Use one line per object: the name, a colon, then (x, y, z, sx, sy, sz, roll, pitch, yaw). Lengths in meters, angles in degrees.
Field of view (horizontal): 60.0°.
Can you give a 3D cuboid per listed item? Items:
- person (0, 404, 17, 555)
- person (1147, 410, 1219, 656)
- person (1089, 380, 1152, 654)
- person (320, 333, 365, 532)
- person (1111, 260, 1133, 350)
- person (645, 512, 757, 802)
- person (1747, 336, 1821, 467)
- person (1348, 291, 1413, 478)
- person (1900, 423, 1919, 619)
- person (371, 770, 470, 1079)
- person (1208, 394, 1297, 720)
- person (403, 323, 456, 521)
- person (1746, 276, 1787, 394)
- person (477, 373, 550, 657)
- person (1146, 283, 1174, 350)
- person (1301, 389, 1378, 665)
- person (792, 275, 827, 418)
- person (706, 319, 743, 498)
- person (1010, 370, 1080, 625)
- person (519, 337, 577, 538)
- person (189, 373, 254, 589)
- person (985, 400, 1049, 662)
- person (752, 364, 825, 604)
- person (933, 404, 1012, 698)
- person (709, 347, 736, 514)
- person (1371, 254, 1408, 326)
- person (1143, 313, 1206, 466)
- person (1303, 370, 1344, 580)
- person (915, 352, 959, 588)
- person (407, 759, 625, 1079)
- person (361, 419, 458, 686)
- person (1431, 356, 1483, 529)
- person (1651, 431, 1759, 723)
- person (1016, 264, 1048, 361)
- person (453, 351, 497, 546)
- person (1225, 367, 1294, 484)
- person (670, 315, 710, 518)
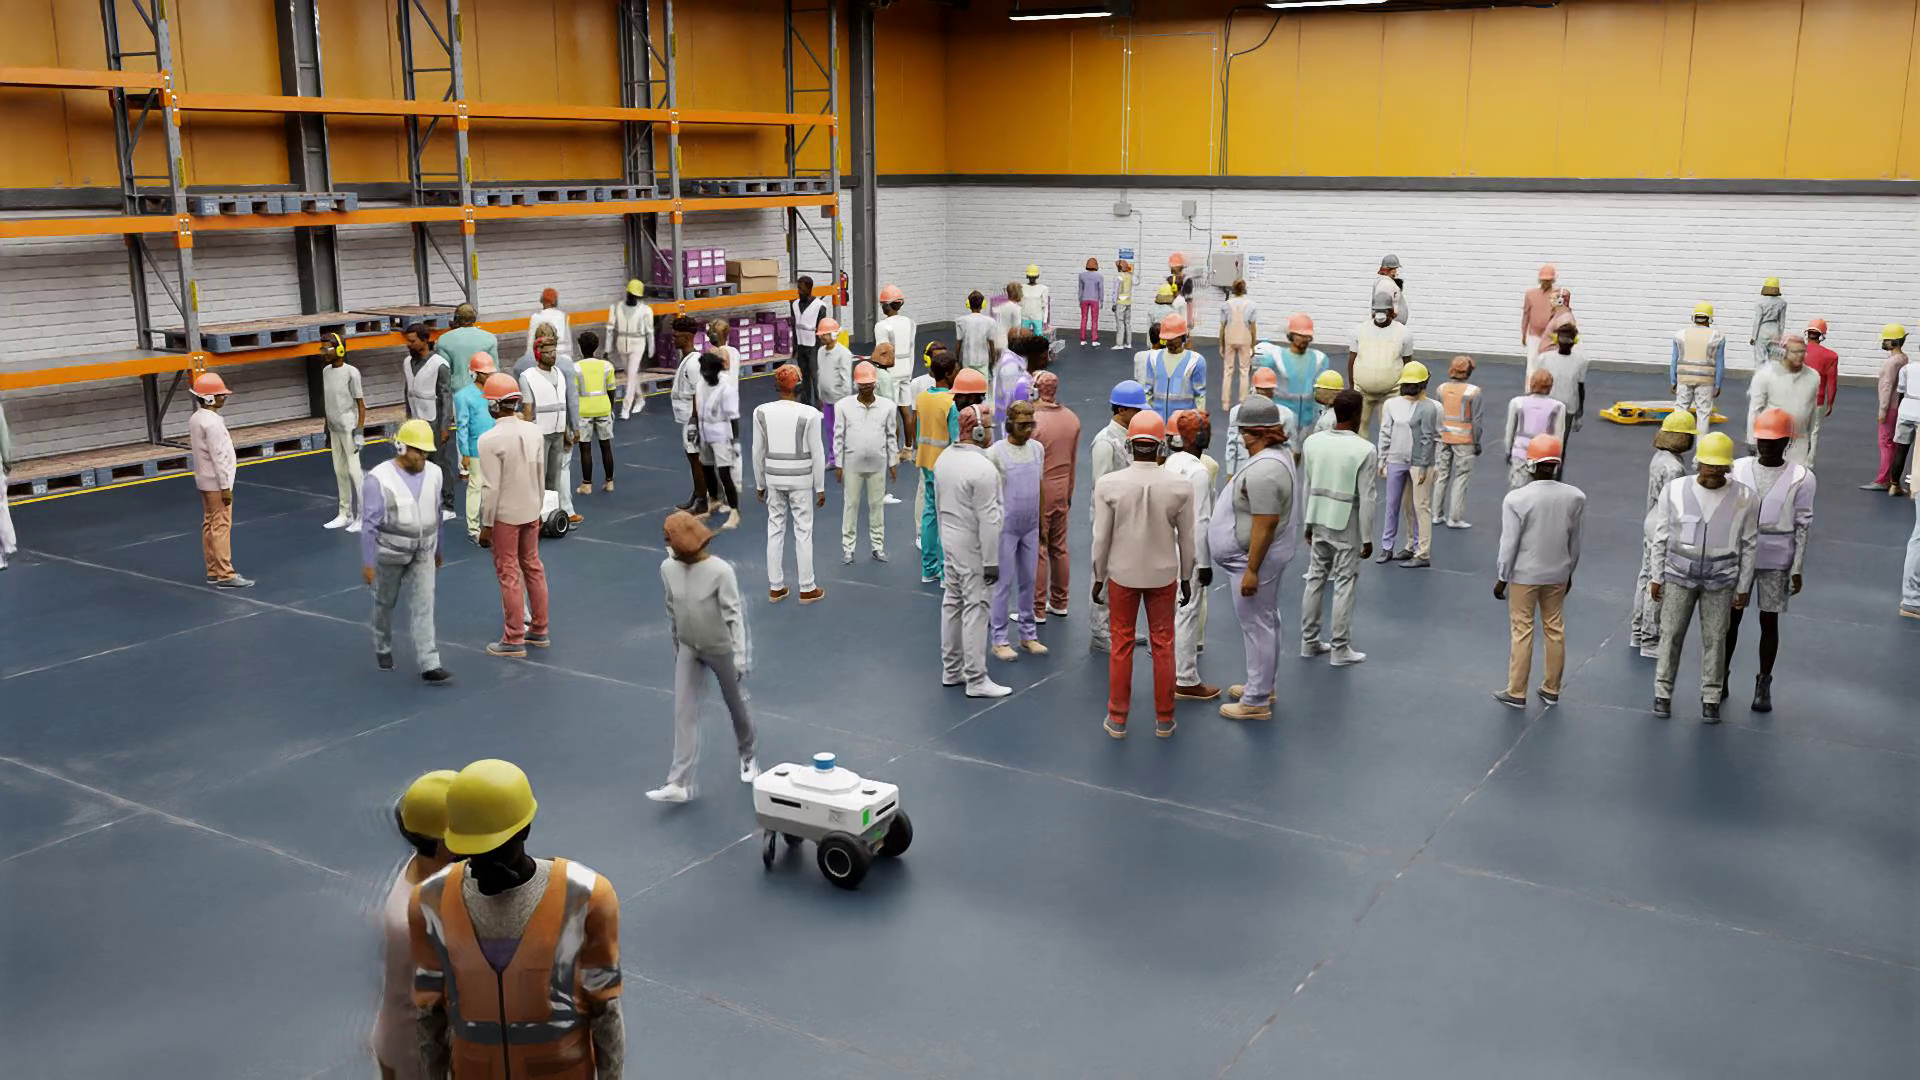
person: (-8.561, -0.651, 14.506, 0.517, 1.639, 0.314, -9, 16, -34)
person: (1.536, -0.033, 11.580, 0.562, 1.750, 0.329, -11, 17, -40)
person: (1.128, -0.163, 11.742, 0.416, 1.939, 0.604, 7, 15, 29)
person: (-5.779, -1.009, 15.560, 0.532, 1.869, 0.311, 8, 15, 31)
person: (2.956, -4.276, 30.255, 0.313, 1.632, 0.519, 11, 17, 40)
person: (-1.383, 0.632, 9.064, 0.603, 1.576, 0.836, 5, 14, 22)
person: (7.622, -0.970, 15.438, 0.654, 1.863, 1.022, 1, 13, 3)
person: (4.561, -1.694, 18.152, 0.676, 2.000, 0.536, 4, 14, 19)
person: (7.424, -0.397, 12.626, 0.378, 1.996, 0.611, 8, 15, 33)
person: (-1.567, 1.493, 4.977, 0.467, 1.737, 0.548, 0, 13, -1)
person: (1.816, 0.095, 10.395, 0.537, 2.000, 0.689, 4, 14, 18)
person: (-5.104, -1.137, 16.012, 0.597, 1.915, 0.370, 9, 15, 33)
person: (11.851, -2.993, 24.441, 0.492, 1.742, 0.318, -2, 13, -7)
person: (-3.153, -0.176, 11.667, 0.391, 1.992, 0.623, 6, 14, 25)
person: (2.824, -2.682, 23.092, 0.493, 1.742, 0.322, 10, 16, 37)
person: (2.594, -0.088, 11.483, 0.389, 1.910, 0.593, -11, 17, -38)
person: (-2.011, -2.579, 22.263, 0.596, 1.916, 0.372, 11, 17, 40)
person: (-2.434, -1.337, 17.035, 0.331, 1.844, 0.520, 6, 14, 23)
person: (0.607, -0.321, 12.494, 0.407, 1.906, 0.655, 11, 17, 40)
person: (-3.835, -0.963, 15.408, 0.388, 1.847, 0.563, 6, 14, 25)
person: (-6.036, -0.483, 13.530, 0.326, 1.752, 0.561, -10, 17, -38)
person: (0.391, -0.068, 11.562, 0.511, 1.836, 0.357, -9, 16, -35)
person: (-1.331, -0.434, 13.032, 0.583, 1.882, 0.337, 4, 14, 16)
person: (0.089, 0.066, 10.814, 0.399, 1.909, 0.642, -7, 15, -28)
person: (-2.352, -1.084, 16.382, 0.308, 1.642, 0.514, -4, 13, -15)
person: (6.441, -3.259, 24.943, 0.537, 2.000, 0.682, 0, 13, 1)
person: (1.991, -1.112, 15.637, 0.615, 2.037, 0.379, 7, 15, 28)
person: (3.034, -0.537, 13.787, 0.297, 1.745, 0.484, 6, 14, 23)
person: (-0.146, -0.568, 13.538, 0.392, 1.920, 0.592, -9, 16, -35)
person: (-1.212, 1.501, 4.588, 0.585, 1.914, 0.399, 1, 13, 2)
person: (-3.720, 0.072, 11.113, 0.909, 1.769, 0.661, 12, 18, 42)
person: (4.686, -0.922, 15.723, 0.316, 1.630, 0.514, -8, 15, -33)
person: (4.587, 0.227, 10.297, 0.592, 1.826, 0.403, 6, 14, 23)
person: (1.157, -3.560, 26.850, 0.522, 1.770, 0.310, 1, 13, 5)
person: (-4.284, -0.834, 15.054, 0.342, 1.749, 0.573, 8, 15, 31)
person: (2.499, -0.575, 13.921, 0.561, 1.756, 0.319, 2, 13, 8)
person: (-2.615, -1.192, 16.138, 0.361, 1.964, 0.616, -3, 13, -13)
